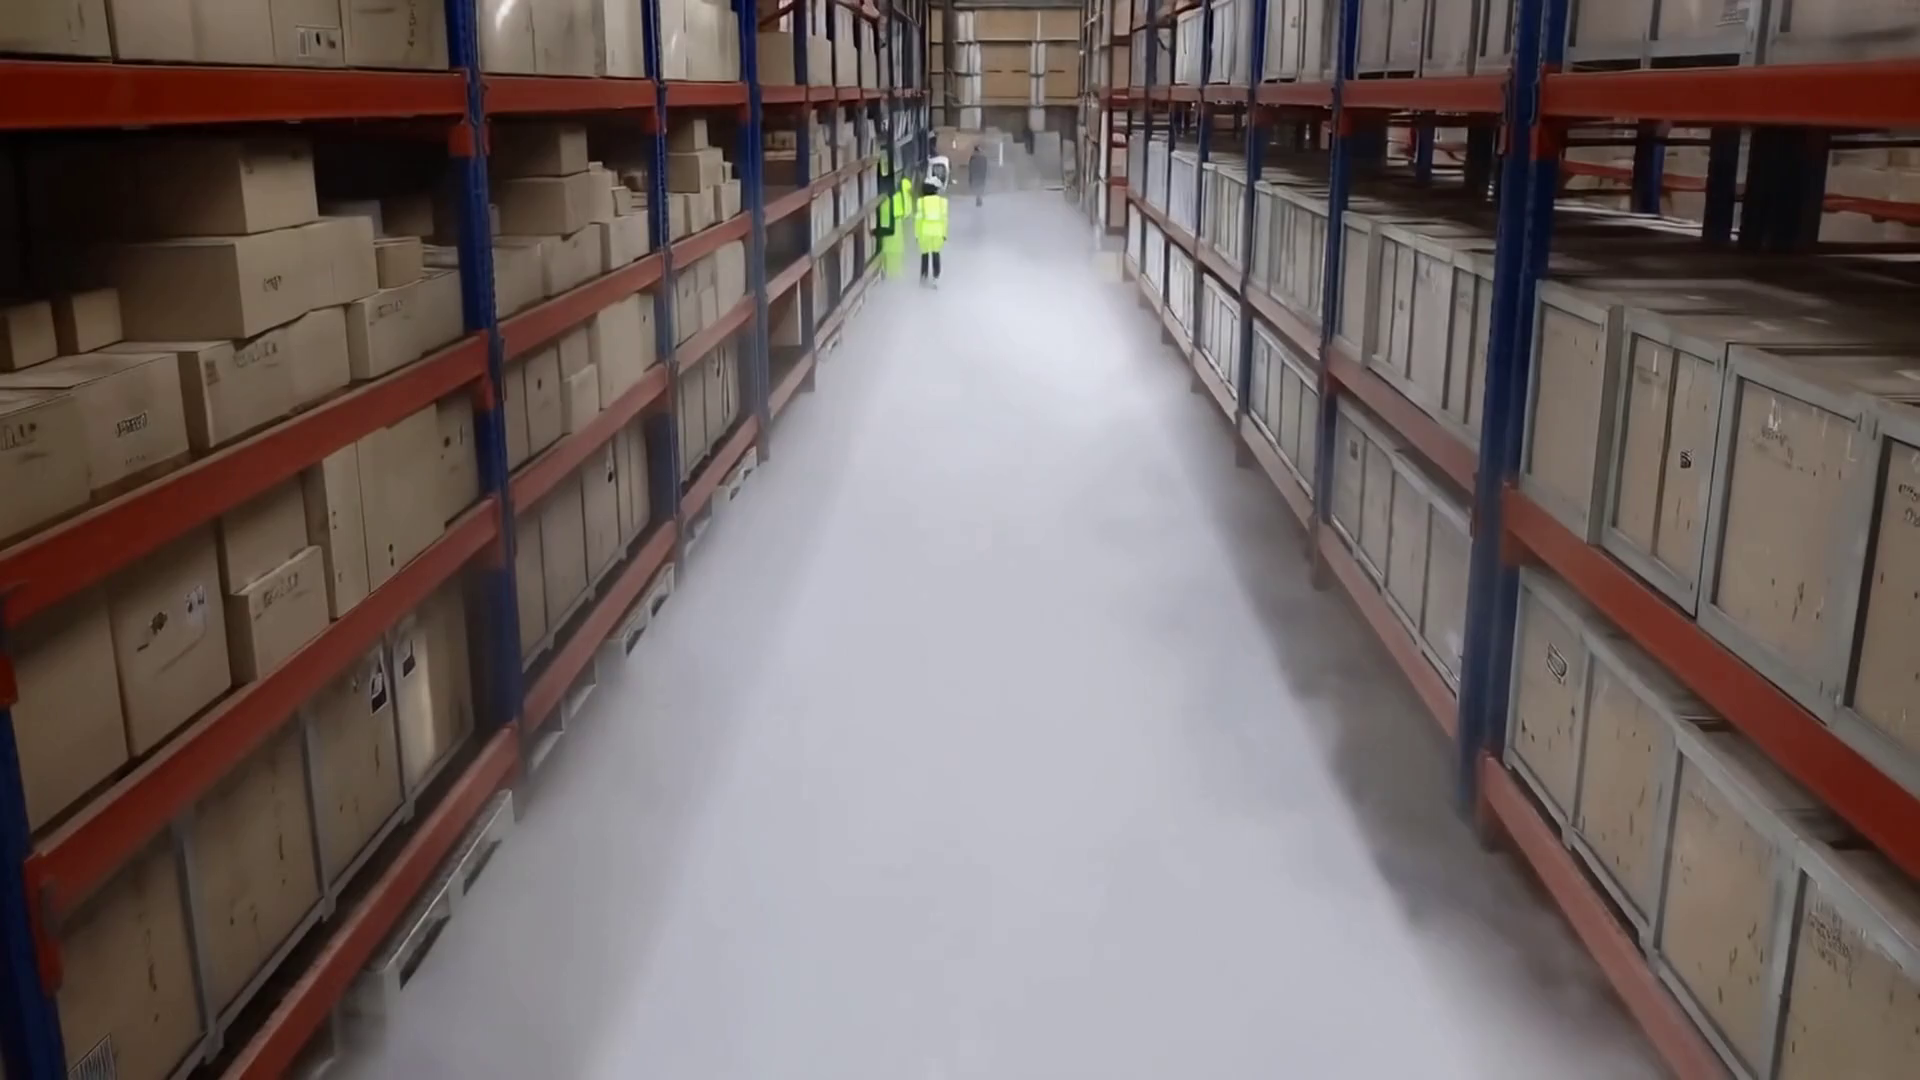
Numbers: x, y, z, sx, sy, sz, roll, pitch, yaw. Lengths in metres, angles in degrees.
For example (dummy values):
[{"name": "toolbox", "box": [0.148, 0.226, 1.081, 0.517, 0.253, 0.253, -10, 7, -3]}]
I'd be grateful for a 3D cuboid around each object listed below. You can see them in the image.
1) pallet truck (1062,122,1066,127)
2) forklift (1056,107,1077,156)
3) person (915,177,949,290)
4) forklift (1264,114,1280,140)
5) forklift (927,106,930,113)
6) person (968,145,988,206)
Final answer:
[{"name": "pallet truck", "box": [5.788, -21.111, 88.014, 1.885, 1.965, 0.823, 5, 16, 18]}, {"name": "forklift", "box": [4.977, -18.811, 77.780, 1.129, 2.768, 1.873, -7, 17, -24]}, {"name": "person", "box": [-0.509, -5.572, 30.219, 0.636, 1.981, 1.070, -2, 15, -7]}, {"name": "forklift", "box": [11.026, -13.989, 59.839, 1.129, 2.768, 1.873, 0, 15, 2]}, {"name": "forklift", "box": [-2.001, -20.667, 84.687, 1.129, 2.768, 1.873, 0, 15, 2]}, {"name": "person", "box": [0.585, -11.499, 52.504, 0.655, 1.877, 0.891, -5, 16, -18]}]
